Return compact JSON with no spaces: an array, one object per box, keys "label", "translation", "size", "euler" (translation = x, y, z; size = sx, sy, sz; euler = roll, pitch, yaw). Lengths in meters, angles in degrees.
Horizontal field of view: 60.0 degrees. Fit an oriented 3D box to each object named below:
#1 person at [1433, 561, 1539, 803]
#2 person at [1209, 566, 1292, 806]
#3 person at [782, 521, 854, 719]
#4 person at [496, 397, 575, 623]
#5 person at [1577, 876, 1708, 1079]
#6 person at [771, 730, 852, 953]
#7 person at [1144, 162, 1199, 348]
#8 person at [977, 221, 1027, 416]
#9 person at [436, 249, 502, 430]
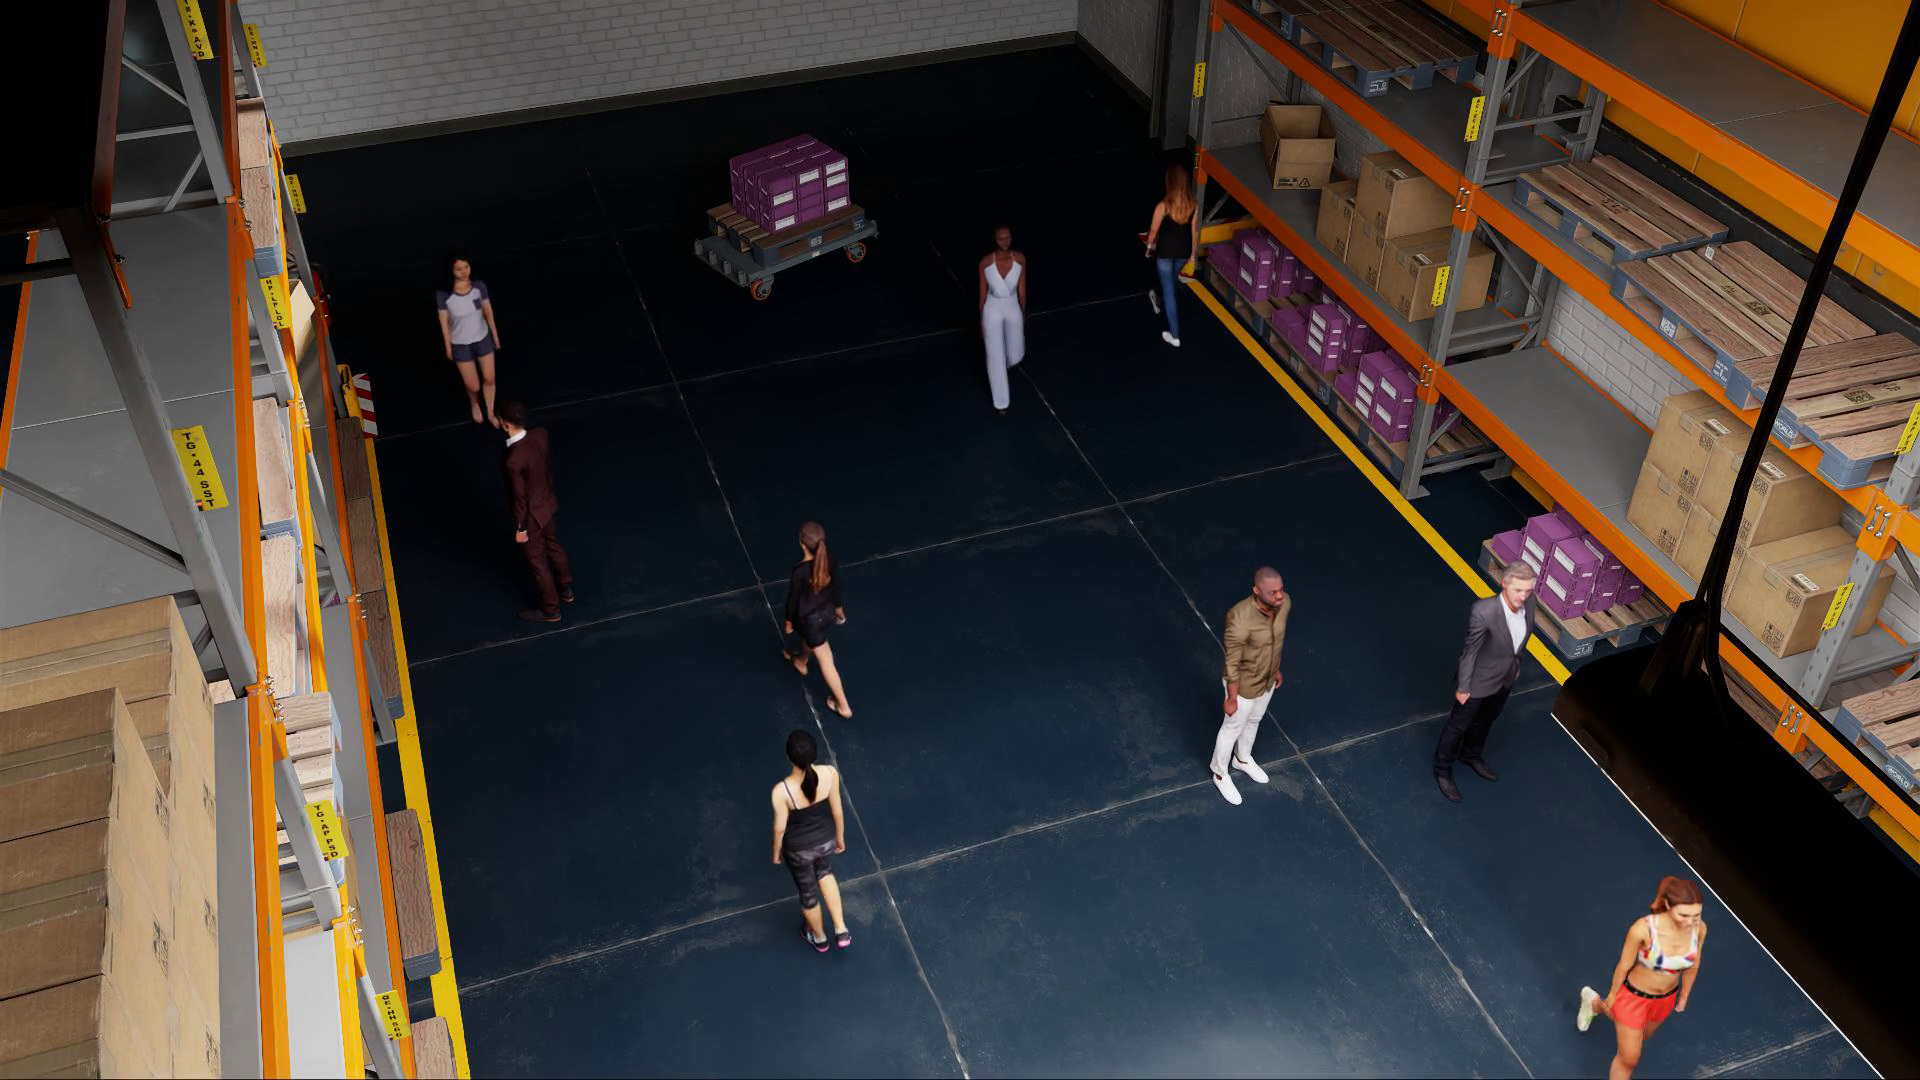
[{"label":"person","translation":[3.376,0.854,10.619],"size":[0.749,1.838,0.668],"euler":[-20,43,-23]},{"label":"person","translation":[1.848,0.883,10.592],"size":[0.796,1.825,0.737],"euler":[-30,47,-32]},{"label":"person","translation":[-0.931,0.559,11.247],"size":[0.821,1.514,1.106],"euler":[-30,47,-32]},{"label":"person","translation":[-3.062,-0.221,11.944],"size":[0.840,1.864,0.731],"euler":[9,39,11]},{"label":"person","translation":[3.595,2.343,8.811],"size":[0.764,1.767,1.111],"euler":[-3,39,-4]},{"label":"person","translation":[-0.820,1.811,9.515],"size":[0.652,1.718,0.728],"euler":[-23,44,-26]},{"label":"person","translation":[1.950,-2.526,14.978],"size":[0.584,1.680,1.020],"euler":[-14,41,-16]},{"label":"person","translation":[0.328,-1.929,14.156],"size":[0.637,1.771,0.806],"euler":[-8,39,-9]},{"label":"person","translation":[-4.132,-1.705,13.935],"size":[0.679,1.696,0.699],"euler":[-25,45,-28]}]
